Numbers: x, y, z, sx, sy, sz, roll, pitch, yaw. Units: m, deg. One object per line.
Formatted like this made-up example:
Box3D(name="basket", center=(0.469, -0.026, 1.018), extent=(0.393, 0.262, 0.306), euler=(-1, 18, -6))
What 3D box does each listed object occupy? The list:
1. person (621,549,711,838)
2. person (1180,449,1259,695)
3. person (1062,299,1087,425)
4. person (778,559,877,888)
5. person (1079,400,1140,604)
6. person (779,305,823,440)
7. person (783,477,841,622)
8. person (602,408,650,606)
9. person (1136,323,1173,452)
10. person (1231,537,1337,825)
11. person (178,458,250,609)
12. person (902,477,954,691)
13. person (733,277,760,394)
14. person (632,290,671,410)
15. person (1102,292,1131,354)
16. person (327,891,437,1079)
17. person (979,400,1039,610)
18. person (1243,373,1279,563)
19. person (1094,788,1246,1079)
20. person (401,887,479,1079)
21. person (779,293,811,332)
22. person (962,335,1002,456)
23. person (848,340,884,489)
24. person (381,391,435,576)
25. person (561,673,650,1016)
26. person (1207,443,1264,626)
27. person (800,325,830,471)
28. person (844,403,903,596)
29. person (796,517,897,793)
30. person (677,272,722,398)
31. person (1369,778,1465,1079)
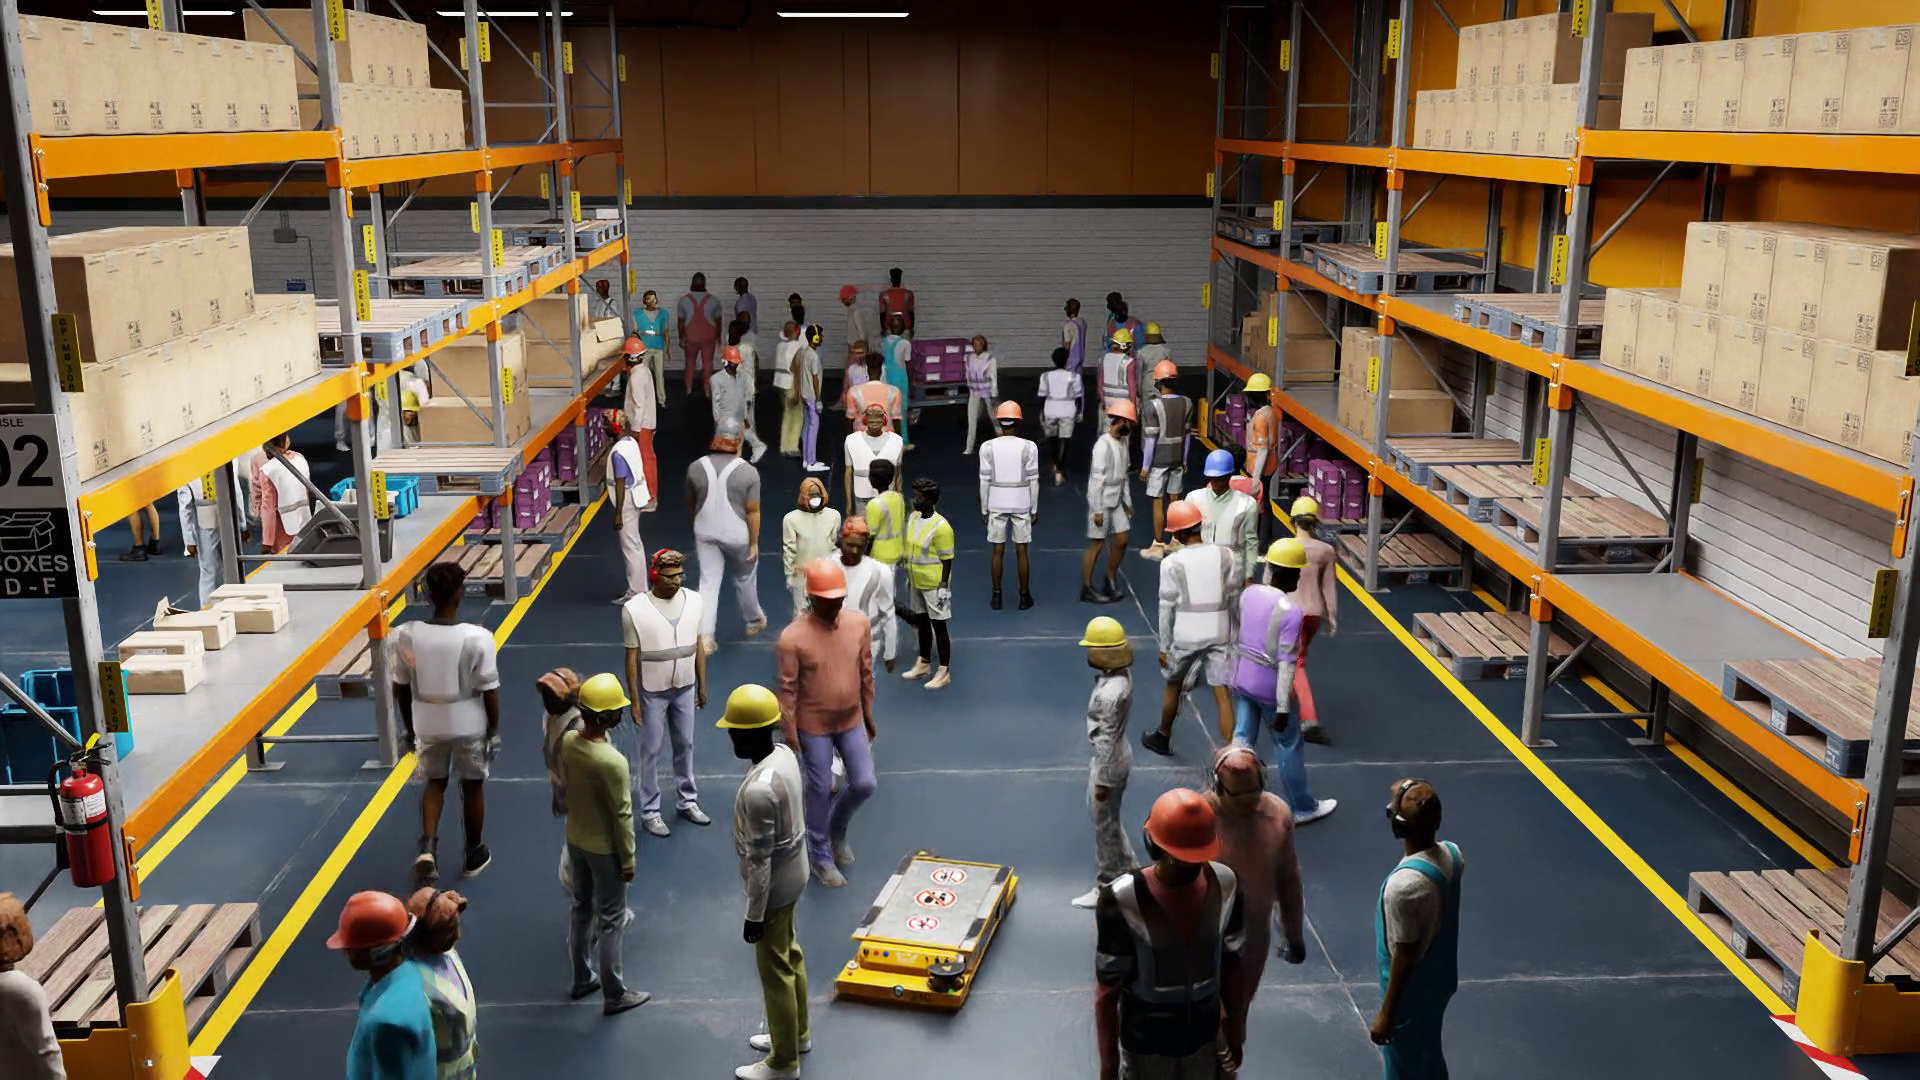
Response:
Box3D(name="person", center=(-1.845, 0.939, 10.446), extent=(0.559, 1.836, 0.394), euler=(-12, 19, -39))
Box3D(name="person", center=(2.003, 0.245, 12.940), extent=(0.607, 1.947, 0.406), euler=(6, 15, 22))
Box3D(name="person", center=(1.645, -2.610, 24.354), extent=(0.345, 1.846, 0.508), euler=(11, 18, 36))
Box3D(name="person", center=(-0.753, 1.061, 9.673), extent=(0.650, 1.976, 0.438), euler=(-9, 17, -32))
Box3D(name="person", center=(1.397, -0.347, 15.400), extent=(0.444, 1.898, 0.555), euler=(9, 17, 32))
Box3D(name="person", center=(-2.214, -2.341, 23.266), extent=(0.601, 1.871, 0.990), euler=(-2, 14, -7))
Box3D(name="person", center=(-1.177, 0.292, 13.380), extent=(0.503, 1.636, 0.280), euler=(-7, 16, -26))
Box3D(name="person", center=(-3.064, -0.307, 15.345), extent=(0.400, 1.836, 0.560), euler=(-1, 14, -3))
Box3D(name="person", center=(2.610, -2.049, 22.376), extent=(0.489, 1.739, 0.311), euler=(0, 14, 2))
Box3D(name="person", center=(2.026, 0.903, 10.475), extent=(0.886, 1.884, 0.607), euler=(-8, 16, -28))
Box3D(name="person", center=(-6.436, -0.091, 14.350), extent=(0.402, 1.908, 0.598), euler=(8, 16, 28))
Box3D(name="person", center=(-0.255, 0.336, 13.087), extent=(0.317, 1.695, 0.540), euler=(-10, 17, -34))
Box3D(name="person", center=(-3.443, -3.266, 26.768), extent=(0.365, 1.932, 0.630), euler=(4, 15, 14))
Box3D(name="person", center=(-4.730, -2.909, 25.518), extent=(0.571, 1.849, 0.382), euler=(-5, 15, -20))
Box3D(name="person", center=(2.375, -2.870, 25.411), extent=(0.429, 1.833, 0.637), euler=(-5, 15, -20))
Box3D(name="person", center=(-2.028, 2.088, 6.134), extent=(0.611, 1.734, 0.579), euler=(-4, 15, -15))
Box3D(name="person", center=(0.451, -0.310, 15.163), extent=(0.542, 1.928, 0.378), euler=(2, 14, 6))
Box3D(name="person", center=(3.011, -0.725, 16.792), extent=(0.383, 1.924, 0.594), euler=(5, 15, 17))
Box3D(name="person", center=(0.810, 1.889, 6.332), extent=(0.611, 2.032, 0.411), euler=(-5, 15, -18))
Box3D(name="person", center=(-1.978, 2.087, 6.328), extent=(0.310, 1.639, 0.514), euler=(-1, 14, -6))
Box3D(name="person", center=(-2.447, -2.767, 24.924), extent=(0.518, 1.870, 0.323), euler=(-5, 15, -20))
Box3D(name="person", center=(0.329, -1.979, 22.365), extent=(0.519, 1.594, 0.871), euler=(8, 16, 29))
Box3D(name="person", center=(-1.076, -1.561, 20.310), extent=(0.565, 1.814, 0.833), euler=(8, 17, 30))
Box3D(name="person", center=(-5.407, -0.568, 16.390), extent=(0.403, 1.823, 0.590), euler=(5, 15, 18))
Box3D(name="person", center=(-1.785, 1.514, 8.342), extent=(0.522, 1.762, 0.337), euler=(13, 19, 42))
Box3D(name="person", center=(2.361, 0.003, 14.402), extent=(0.533, 1.693, 0.319), euler=(-2, 14, -9))
Box3D(name="person", center=(-1.864, -1.805, 21.176), extent=(0.334, 1.860, 0.509), euler=(-6, 15, -22))
Box3D(name="person", center=(-0.806, -0.379, 15.612), extent=(0.563, 1.838, 0.388), euler=(-3, 15, -11))
Box3D(name="person", center=(-0.824, 0.754, 11.144), extent=(0.690, 1.833, 0.945), euler=(7, 16, 26))
Box3D(name="person", center=(-4.147, -3.277, 26.584), extent=(0.714, 2.000, 0.539), euler=(-1, 14, -6))
Box3D(name="person", center=(1.855, 1.855, 6.835), extent=(0.342, 1.841, 0.506), euler=(12, 19, 40))
